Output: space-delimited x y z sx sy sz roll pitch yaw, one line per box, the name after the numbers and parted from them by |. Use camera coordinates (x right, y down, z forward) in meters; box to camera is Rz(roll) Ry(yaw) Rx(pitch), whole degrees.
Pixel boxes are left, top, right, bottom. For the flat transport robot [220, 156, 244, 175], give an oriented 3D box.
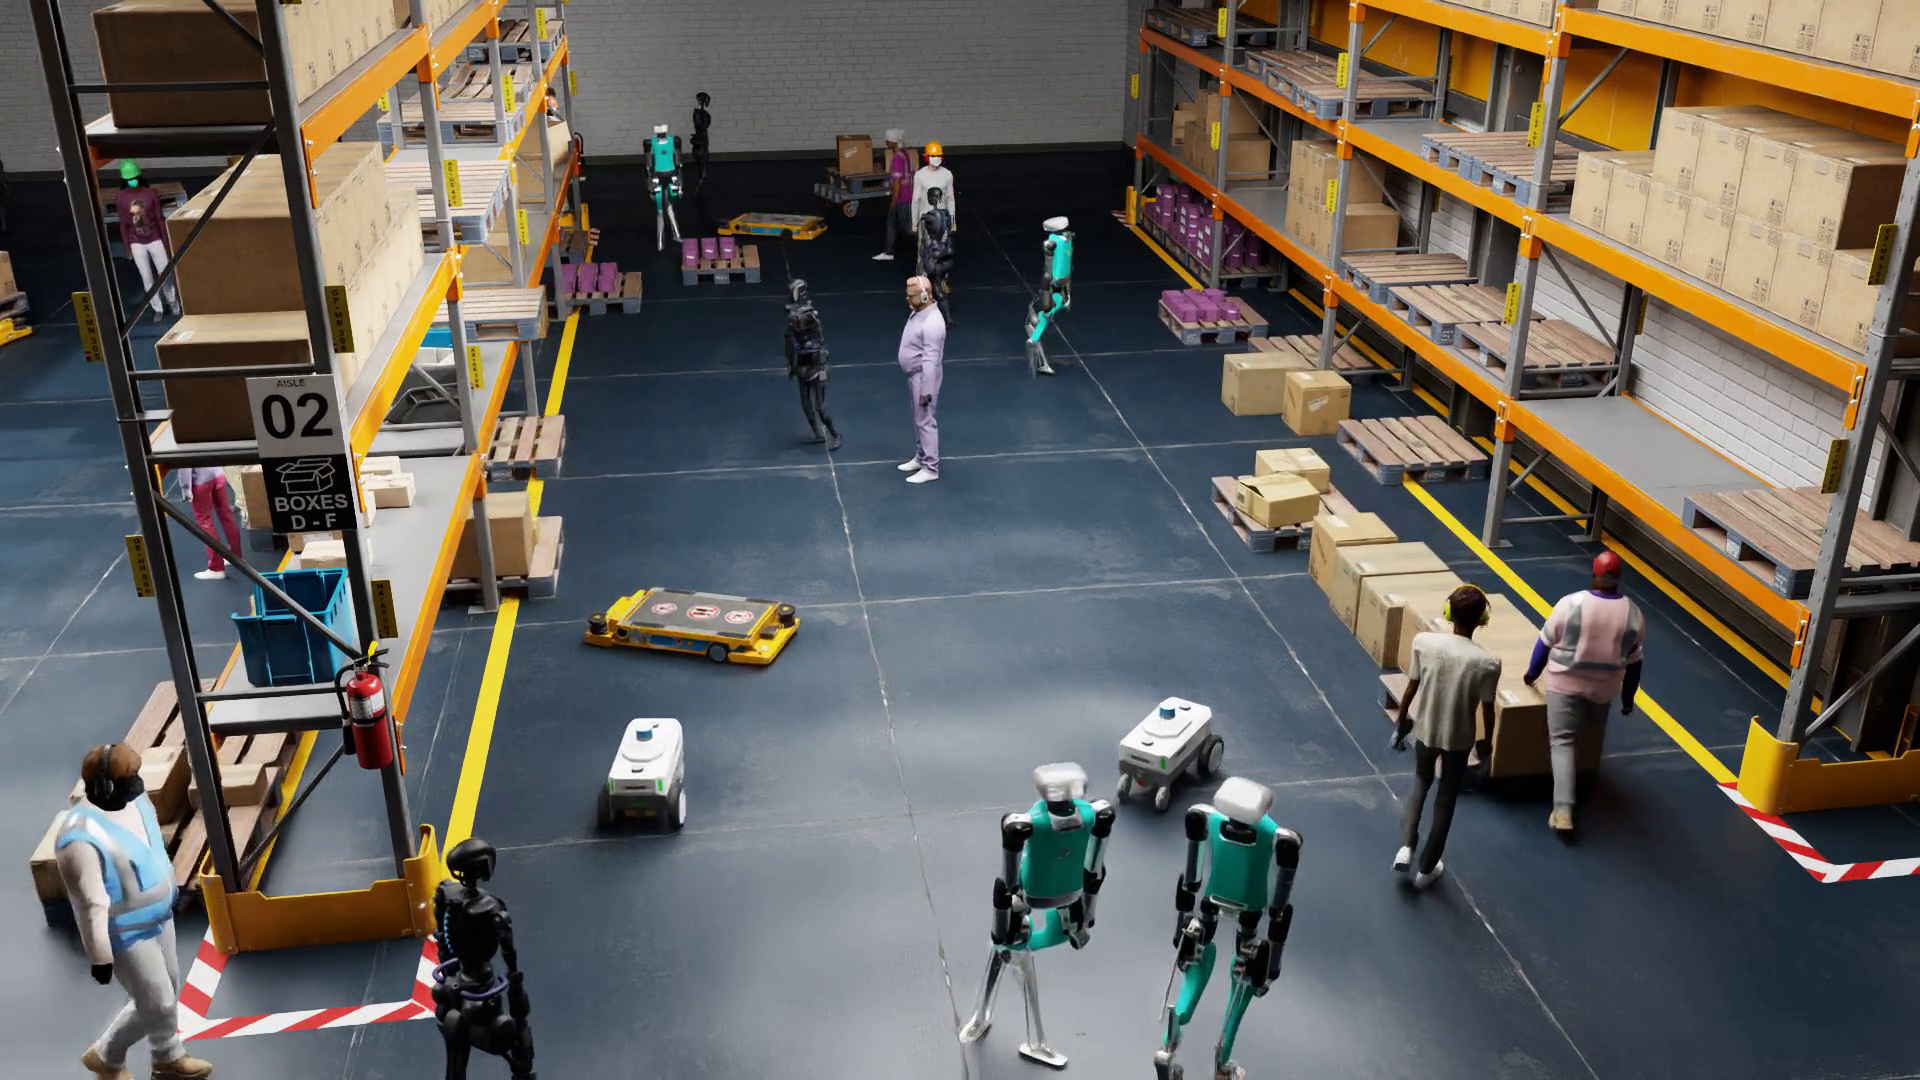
-10.390 -5.027 25.130 0.659 0.231 1.431 -15 28 -30 | flat transport robot

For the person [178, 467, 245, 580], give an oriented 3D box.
-5.946 -0.472 13.065 0.281 1.628 0.502 5 24 11 | person

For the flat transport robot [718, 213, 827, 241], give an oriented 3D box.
-2.697 -4.521 23.979 1.431 0.231 0.659 6 24 14 | flat transport robot

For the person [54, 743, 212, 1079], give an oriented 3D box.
-3.841 1.769 7.716 0.451 1.823 0.643 0 24 -1 | person

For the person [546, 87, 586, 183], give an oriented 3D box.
-6.581 -6.524 26.899 0.862 1.581 0.511 -5 24 -11 | person

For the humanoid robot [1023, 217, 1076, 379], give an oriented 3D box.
0.869 -2.514 17.723 0.706 1.910 0.546 15 28 30 | humanoid robot

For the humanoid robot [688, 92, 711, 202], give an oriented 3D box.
-4.077 -6.111 25.859 0.487 1.645 0.613 -9 25 -19 | humanoid robot

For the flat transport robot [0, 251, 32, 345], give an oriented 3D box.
-11.575 -2.431 19.217 1.431 0.231 0.659 6 24 14 | flat transport robot

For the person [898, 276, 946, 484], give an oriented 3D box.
-0.346 -1.445 14.951 0.409 1.896 0.642 -4 24 -9 | person

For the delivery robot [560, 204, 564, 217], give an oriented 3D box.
-6.141 -4.827 24.310 0.769 0.587 0.499 -6 24 -14 | delivery robot

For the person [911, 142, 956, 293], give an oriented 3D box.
-0.333 -4.033 20.843 0.570 1.898 0.349 -5 24 -11 | person

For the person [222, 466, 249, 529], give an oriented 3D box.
-6.268 -0.962 14.089 0.338 1.699 0.759 -10 26 -22 | person

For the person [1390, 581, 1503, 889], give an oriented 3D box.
2.683 1.097 9.207 0.572 1.848 0.425 14 27 29 | person

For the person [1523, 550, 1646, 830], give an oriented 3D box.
3.714 0.863 9.910 0.596 1.720 0.875 1 24 3 | person

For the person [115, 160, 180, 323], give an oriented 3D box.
-9.626 -3.529 19.661 0.503 1.931 0.445 -9 25 -19 | person

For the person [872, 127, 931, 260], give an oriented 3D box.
-0.757 -4.611 22.273 0.795 1.817 0.517 -2 24 -4 | person

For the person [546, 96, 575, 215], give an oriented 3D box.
-6.075 -5.765 24.956 0.571 1.755 0.320 11 26 24 | person

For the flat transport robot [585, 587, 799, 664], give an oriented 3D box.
-1.969 0.625 12.254 1.431 0.231 0.659 6 24 13 | flat transport robot

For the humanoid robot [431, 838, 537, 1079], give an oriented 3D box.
-2.163 2.064 7.300 0.589 1.644 0.762 16 28 32 | humanoid robot

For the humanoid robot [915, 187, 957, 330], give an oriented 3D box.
-0.302 -3.315 19.535 0.762 1.626 0.607 18 29 35 | humanoid robot

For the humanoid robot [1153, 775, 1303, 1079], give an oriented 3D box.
1.118 1.965 7.403 0.537 1.772 0.901 12 26 25 | humanoid robot

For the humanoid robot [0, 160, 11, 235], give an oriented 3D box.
-13.763 -5.041 23.414 0.601 1.649 0.334 -15 28 -30 | humanoid robot

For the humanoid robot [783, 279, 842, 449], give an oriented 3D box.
-1.397 -1.679 15.750 0.596 1.635 0.428 21 31 39 | humanoid robot

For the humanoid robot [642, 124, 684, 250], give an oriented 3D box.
-4.129 -4.909 23.071 0.544 1.795 0.769 -8 25 -18 | humanoid robot

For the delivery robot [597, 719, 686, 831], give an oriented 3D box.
-1.906 1.418 10.111 0.499 0.610 0.788 0 24 0 | delivery robot

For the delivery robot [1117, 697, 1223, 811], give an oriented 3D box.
1.295 1.289 10.401 0.499 0.607 0.801 15 28 30 | delivery robot

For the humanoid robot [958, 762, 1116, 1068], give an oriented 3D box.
0.311 1.719 7.931 0.590 1.774 0.877 -8 25 -17 | humanoid robot
